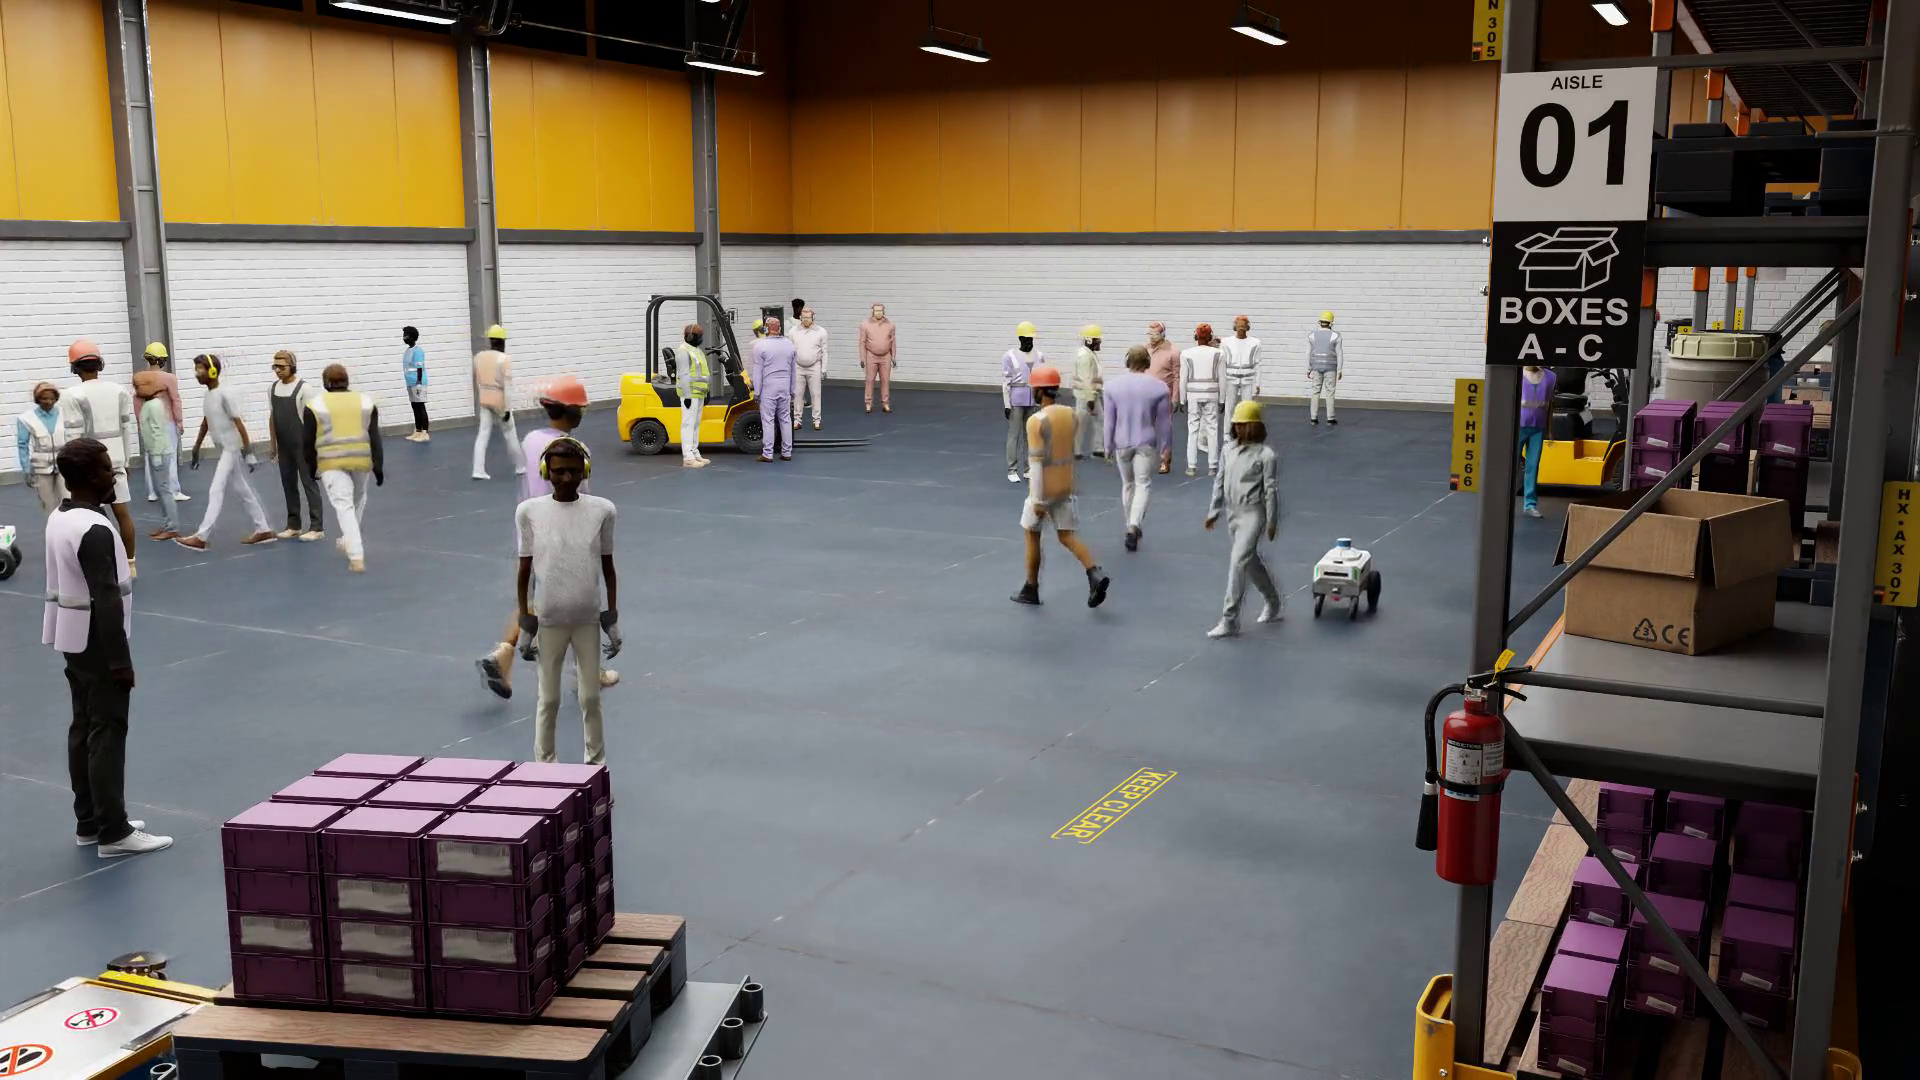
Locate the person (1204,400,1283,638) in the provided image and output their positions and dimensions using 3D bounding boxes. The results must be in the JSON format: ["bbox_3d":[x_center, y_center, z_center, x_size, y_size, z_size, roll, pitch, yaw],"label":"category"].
[{"bbox_3d":[2.114,-0.180,12.103,0.888,1.701,0.488,-7,12,-36],"label":"person"}]

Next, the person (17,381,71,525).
[{"bbox_3d":[-8.042,-0.599,14.771,0.528,1.608,0.727,-6,11,-31],"label":"person"}]

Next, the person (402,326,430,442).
[{"bbox_3d":[-7.947,-2.275,24.262,0.320,1.690,0.537,-8,12,-37],"label":"person"}]

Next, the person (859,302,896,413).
[{"bbox_3d":[-1.403,-3.130,28.591,0.652,1.904,0.403,-2,10,-14],"label":"person"}]

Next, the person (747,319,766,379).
[{"bbox_3d":[-3.026,-2.509,25.470,0.552,1.743,0.437,-9,13,-41],"label":"person"}]

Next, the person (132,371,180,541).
[{"bbox_3d":[-7.730,-0.807,15.975,0.320,1.618,0.502,-7,12,-35],"label":"person"}]

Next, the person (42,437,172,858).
[{"bbox_3d":[-3.944,0.490,7.588,0.591,1.922,0.392,10,14,44],"label":"person"}]

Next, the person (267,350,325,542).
[{"bbox_3d":[-6.360,-0.895,15.866,0.504,1.836,0.352,4,10,21],"label":"person"}]

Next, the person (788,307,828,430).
[{"bbox_3d":[-2.372,-2.648,25.800,0.638,1.908,0.409,0,10,2],"label":"person"}]

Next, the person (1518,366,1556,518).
[{"bbox_3d":[5.874,-1.144,17.260,0.572,1.843,0.373,-1,10,-7],"label":"person"}]

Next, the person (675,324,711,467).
[{"bbox_3d":[-3.428,-1.860,21.435,0.429,1.838,0.621,1,10,8],"label":"person"}]

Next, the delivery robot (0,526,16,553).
[{"bbox_3d":[-8.363,0.019,13.993,0.707,0.478,0.477,-4,11,-23],"label":"delivery robot"}]

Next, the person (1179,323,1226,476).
[{"bbox_3d":[2.996,-1.730,20.548,0.573,1.883,0.355,1,10,7],"label":"person"}]

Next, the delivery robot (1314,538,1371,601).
[{"bbox_3d":[2.941,0.230,12.768,0.477,0.478,0.707,4,11,21],"label":"delivery robot"}]

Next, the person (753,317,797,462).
[{"bbox_3d":[-2.457,-1.975,21.926,0.645,1.903,0.401,-8,13,-39],"label":"person"}]

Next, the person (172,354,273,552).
[{"bbox_3d":[-6.877,-0.809,15.423,0.977,1.807,0.571,-9,13,-41],"label":"person"}]

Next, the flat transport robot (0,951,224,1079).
[{"bbox_3d":[-2.943,1.708,5.301,0.652,0.197,1.431,4,10,20],"label":"flat transport robot"}]

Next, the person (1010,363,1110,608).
[{"bbox_3d":[0.749,-0.403,12.794,0.549,1.915,0.845,-9,13,-42],"label":"person"}]

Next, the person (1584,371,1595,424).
[{"bbox_3d":[9.901,-2.728,26.592,0.653,1.795,0.624,-3,10,-19],"label":"person"}]

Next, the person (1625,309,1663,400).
[{"bbox_3d":[10.208,-2.495,24.852,0.495,1.922,0.577,-6,11,-31],"label":"person"}]

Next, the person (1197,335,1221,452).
[{"bbox_3d":[3.470,-2.030,23.035,0.340,1.626,0.569,8,13,39],"label":"person"}]

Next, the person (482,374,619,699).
[{"bbox_3d":[-2.509,-0.007,10.203,0.626,2.022,0.856,8,12,38],"label":"person"}]

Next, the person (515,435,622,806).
[{"bbox_3d":[-1.928,0.413,8.197,0.508,1.865,0.328,-3,10,-18],"label":"person"}]

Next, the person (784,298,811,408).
[{"bbox_3d":[-2.870,-3.287,29.377,0.387,1.952,0.611,6,12,32],"label":"person"}]

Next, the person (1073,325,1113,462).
[{"bbox_3d":[1.762,-1.913,21.823,0.699,1.803,0.625,2,10,11],"label":"person"}]

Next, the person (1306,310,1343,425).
[{"bbox_3d":[5.827,-2.745,26.566,0.601,1.830,0.404,5,11,28],"label":"person"}]

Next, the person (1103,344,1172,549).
[{"bbox_3d":[1.646,-0.877,15.571,0.643,1.907,0.942,3,10,16],"label":"person"}]

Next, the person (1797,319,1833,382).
[{"bbox_3d":[10.632,-1.745,20.483,0.629,1.937,0.373,4,11,23],"label":"person"}]

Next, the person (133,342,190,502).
[{"bbox_3d":[-8.830,-1.296,18.375,0.533,1.767,0.324,1,10,5],"label":"person"}]

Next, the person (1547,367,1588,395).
[{"bbox_3d":[8.297,-2.223,22.943,0.689,2.000,0.538,-1,10,-6],"label":"person"}]

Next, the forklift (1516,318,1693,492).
[{"bbox_3d":[7.066,-1.601,18.899,2.313,2.155,1.214,5,11,27],"label":"forklift"}]

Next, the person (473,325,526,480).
[{"bbox_3d":[-5.644,-1.684,20.310,0.594,1.874,0.983,4,11,21],"label":"person"}]

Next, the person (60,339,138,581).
[{"bbox_3d":[-7.129,-0.630,13.733,0.394,2.038,0.605,4,11,24],"label":"person"}]

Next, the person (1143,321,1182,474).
[{"bbox_3d":[2.441,-1.773,20.754,0.637,1.901,0.403,6,12,33],"label":"person"}]

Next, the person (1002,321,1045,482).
[{"bbox_3d":[0.780,-1.662,20.024,0.585,1.927,0.366,-6,11,-31],"label":"person"}]

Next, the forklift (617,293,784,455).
[{"bbox_3d":[-3.588,-2.317,23.042,2.313,2.155,1.214,-1,10,-5],"label":"forklift"}]

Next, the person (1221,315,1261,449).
[{"bbox_3d":[3.905,-2.196,23.243,0.583,1.882,0.338,1,10,8],"label":"person"}]

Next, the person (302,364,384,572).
[{"bbox_3d":[-5.404,-0.642,14.552,0.630,1.773,1.034,-7,12,-37],"label":"person"}]
